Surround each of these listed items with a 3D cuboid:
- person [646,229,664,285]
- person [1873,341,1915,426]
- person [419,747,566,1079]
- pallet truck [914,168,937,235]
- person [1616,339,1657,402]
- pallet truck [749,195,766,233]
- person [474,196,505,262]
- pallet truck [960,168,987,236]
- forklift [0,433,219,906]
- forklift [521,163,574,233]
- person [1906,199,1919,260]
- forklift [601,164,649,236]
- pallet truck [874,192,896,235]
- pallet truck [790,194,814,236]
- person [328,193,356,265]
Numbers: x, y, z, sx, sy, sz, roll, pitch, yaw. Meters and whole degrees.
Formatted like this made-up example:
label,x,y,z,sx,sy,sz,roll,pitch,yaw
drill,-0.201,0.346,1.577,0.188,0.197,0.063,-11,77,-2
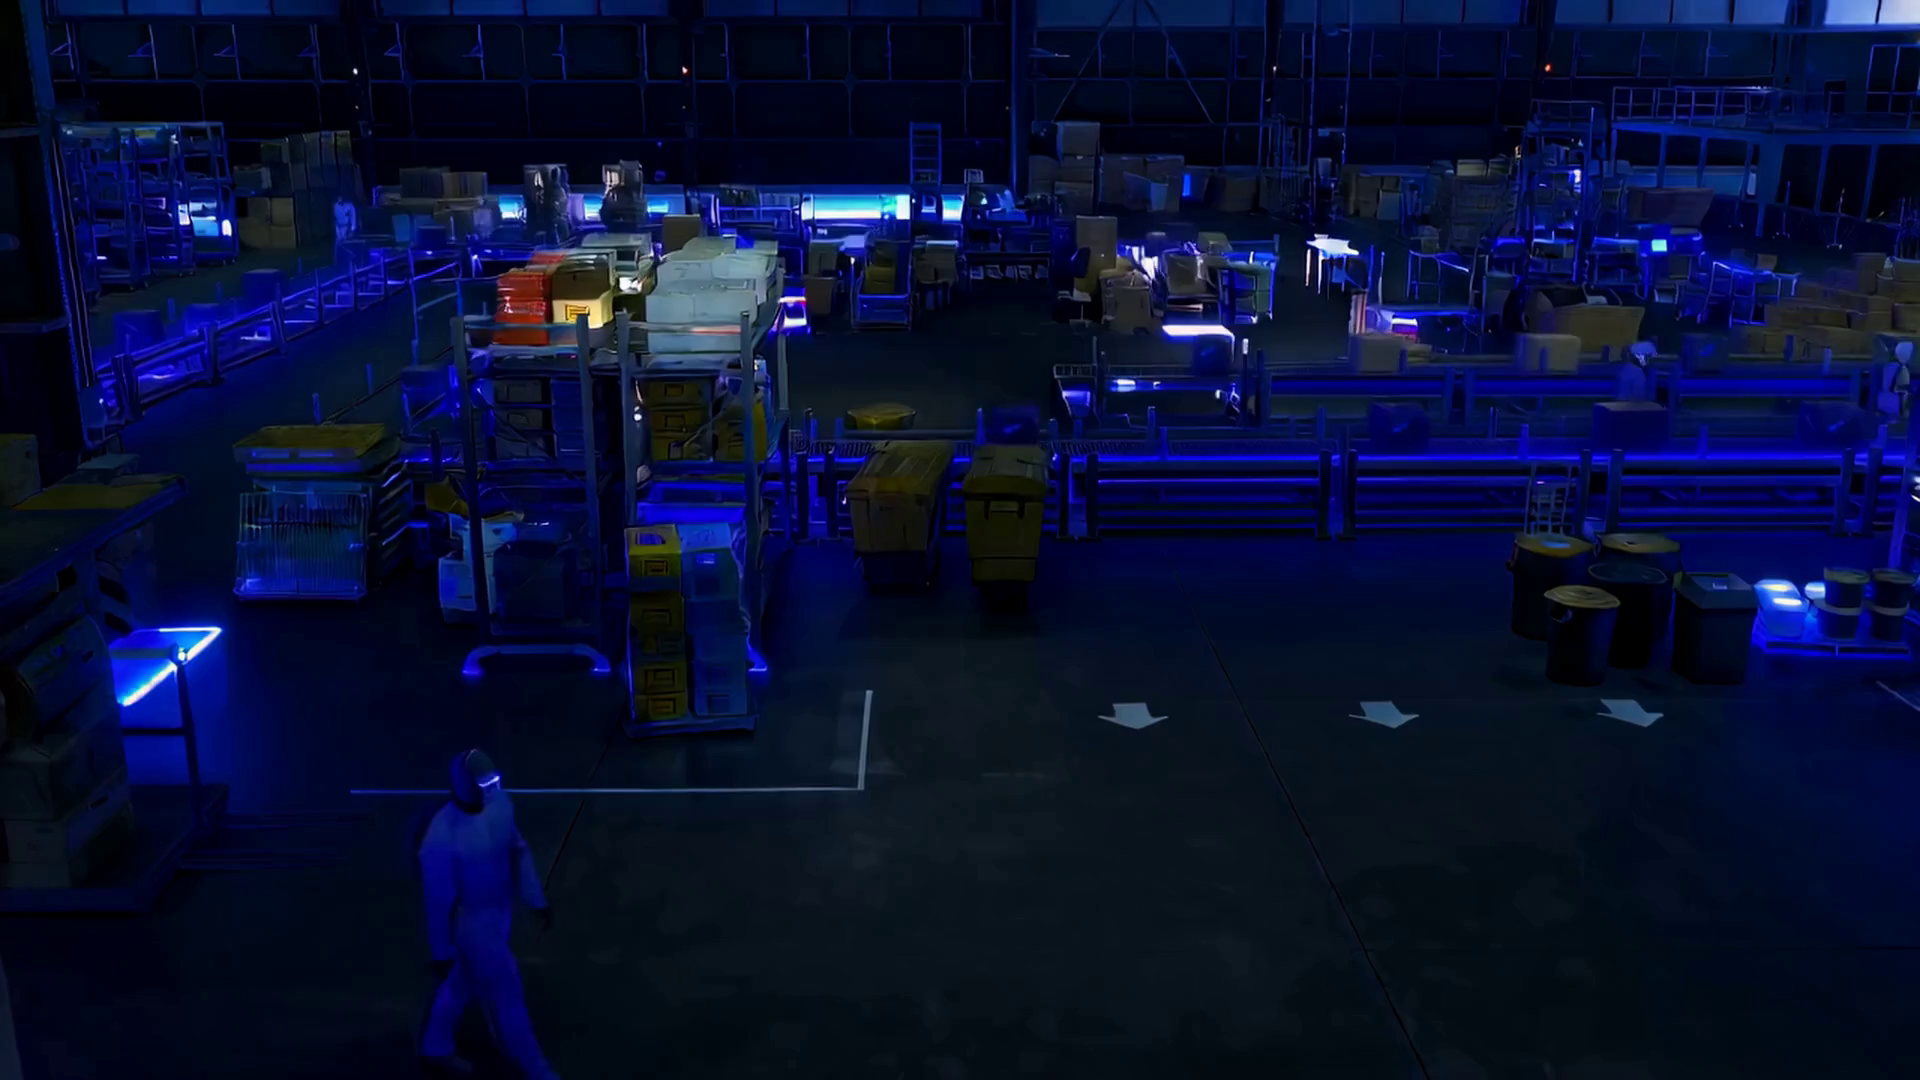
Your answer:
label,x,y,z,sx,sy,sz,roll,pitch,yaw
person,-6.301,-5.516,34.245,0.329,1.763,0.523,12,20,36
person,11.916,-1.687,21.065,0.655,1.671,0.558,1,16,2
person,-2.358,1.896,8.261,1.020,1.884,0.649,4,17,14
pallet truck,-0.989,-10.316,50.507,0.823,1.965,1.885,1,16,3
person,8.275,-1.556,20.381,0.462,1.817,0.601,0,16,0
pallet truck,-6.051,-9.967,50.660,0.680,1.201,1.601,0,16,-1
person,-12.021,-7.834,42.225,0.599,1.808,0.812,11,20,34
pallet truck,0.383,-10.230,50.206,0.823,1.965,1.885,-1,16,-3
forklift,-5.952,0.780,10.366,1.873,2.768,1.129,0,16,-1
forklift,-12.233,-10.122,49.298,1.157,1.987,2.680,0,16,-1
person,23.745,-7.636,41.134,0.610,2.036,0.411,5,17,17
forklift,-9.948,-10.127,49.296,1.157,1.987,2.680,-1,16,-3
pallet truck,-2.277,-9.986,50.594,0.653,1.274,1.630,0,16,-1
pallet truck,-4.814,-9.883,50.259,0.704,1.261,1.522,-1,16,-3
person,-15.715,-7.908,42.392,0.665,1.845,0.997,4,17,14
